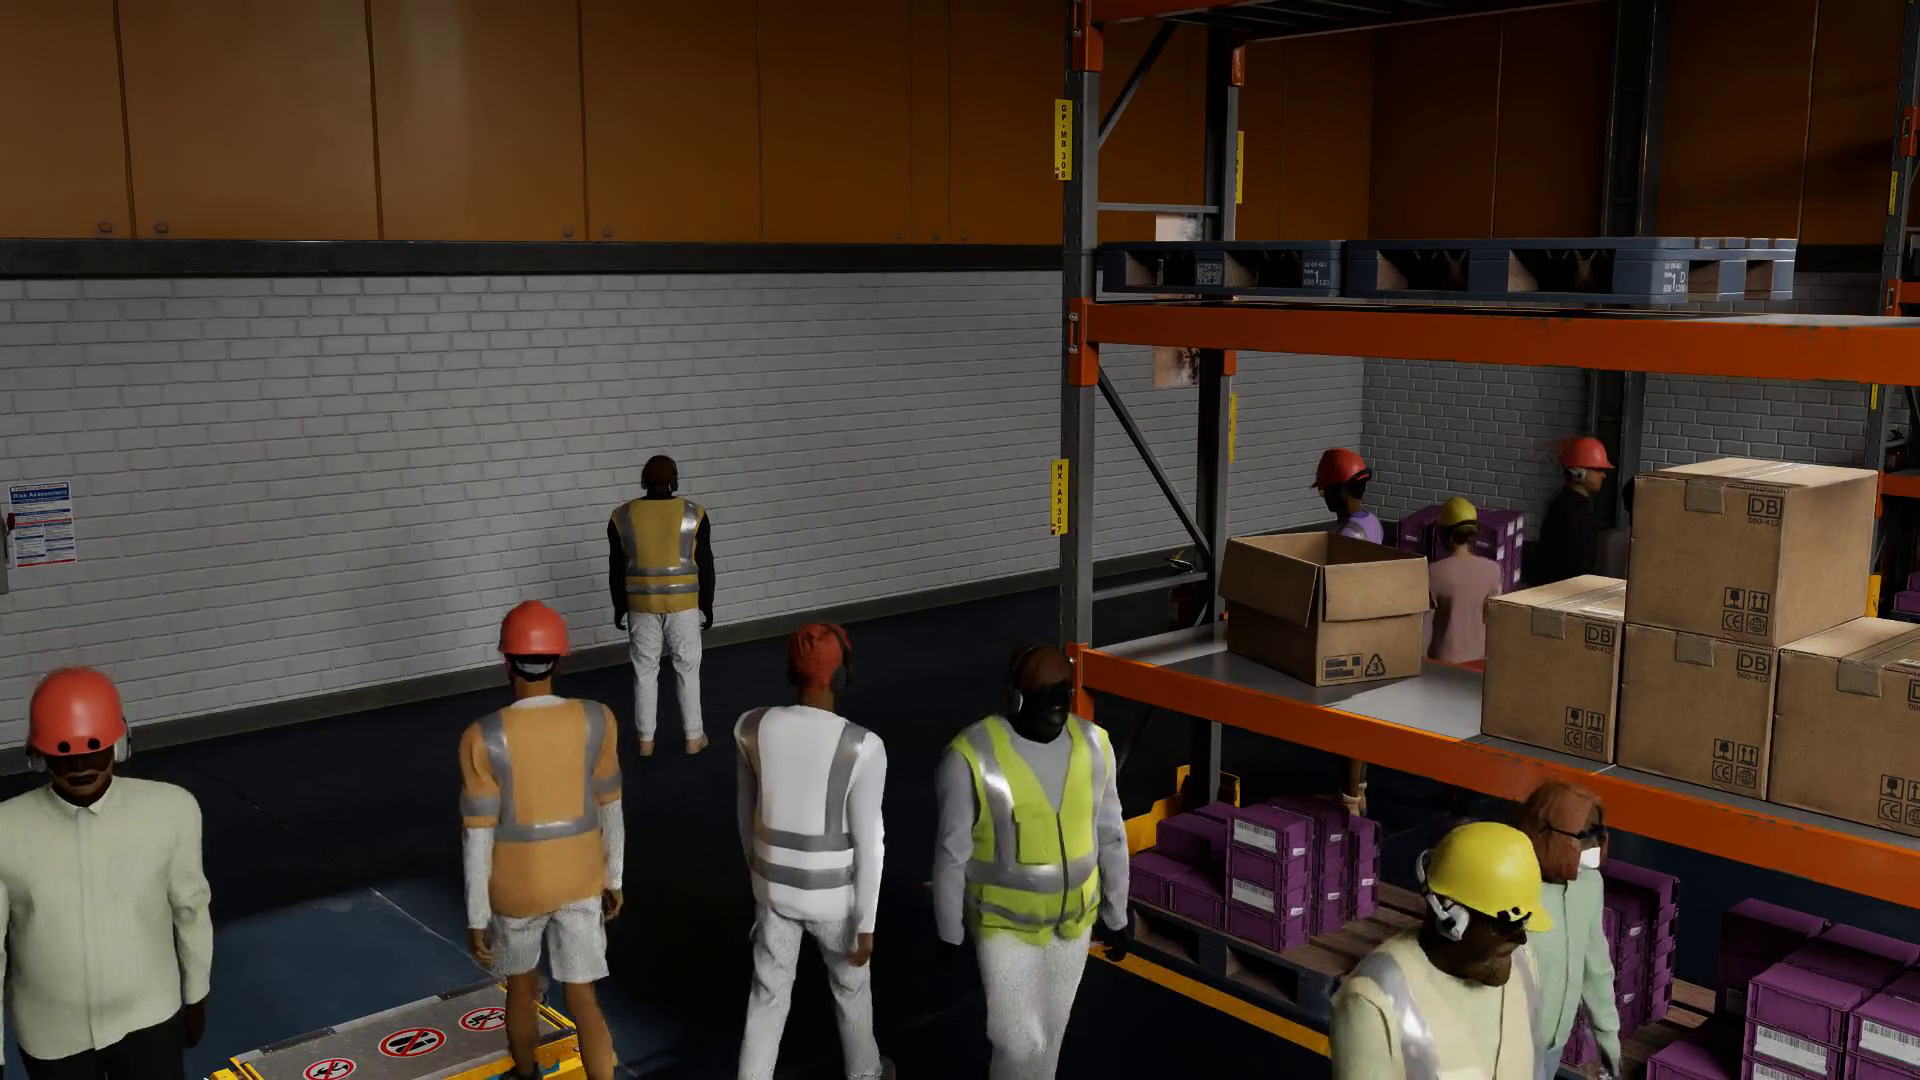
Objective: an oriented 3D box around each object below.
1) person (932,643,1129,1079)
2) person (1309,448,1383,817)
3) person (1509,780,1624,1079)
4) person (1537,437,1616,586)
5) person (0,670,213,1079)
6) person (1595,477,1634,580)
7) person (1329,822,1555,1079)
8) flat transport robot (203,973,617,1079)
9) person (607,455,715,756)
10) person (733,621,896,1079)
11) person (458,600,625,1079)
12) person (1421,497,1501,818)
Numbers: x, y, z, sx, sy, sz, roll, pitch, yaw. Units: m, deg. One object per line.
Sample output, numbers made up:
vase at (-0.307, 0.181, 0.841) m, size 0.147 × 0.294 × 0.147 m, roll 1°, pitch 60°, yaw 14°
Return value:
person at (0.250, 1.225, 5.328) m, size 0.657 × 1.826 × 0.485 m, roll -5°, pitch 11°, yaw -28°
person at (2.017, 0.527, 8.814) m, size 0.392 × 2.034 × 0.605 m, roll 4°, pitch 11°, yaw 25°
person at (1.676, 1.457, 4.660) m, size 0.507 × 1.590 × 0.829 m, roll -7°, pitch 12°, yaw -36°
person at (3.582, 0.371, 9.869) m, size 0.542 × 1.983 × 0.634 m, roll 5°, pitch 11°, yaw 26°
person at (-2.293, 1.314, 4.430) m, size 0.611 × 1.947 × 0.978 m, roll -5°, pitch 11°, yaw -28°
person at (3.668, 0.567, 9.062) m, size 0.325 × 1.871 × 0.521 m, roll -4°, pitch 11°, yaw -24°
person at (1.076, 1.500, 3.780) m, size 0.627 × 1.810 × 0.430 m, roll -5°, pitch 11°, yaw -27°
flat transport robot at (-2.018, 1.903, 5.912) m, size 1.431 × 0.197 × 0.652 m, roll -8°, pitch 13°, yaw -41°
person at (-1.806, 0.398, 10.134) m, size 0.634 × 1.841 × 0.429 m, roll -1°, pitch 10°, yaw -5°
person at (-0.514, 1.182, 5.576) m, size 0.595 × 1.844 × 0.975 m, roll 3°, pitch 10°, yaw 19°
person at (-1.375, 1.159, 5.580) m, size 0.568 × 1.899 × 0.924 m, roll -5°, pitch 11°, yaw -25°
person at (2.690, 0.651, 8.927) m, size 0.523 × 1.750 × 0.565 m, roll -3°, pitch 10°, yaw -15°
